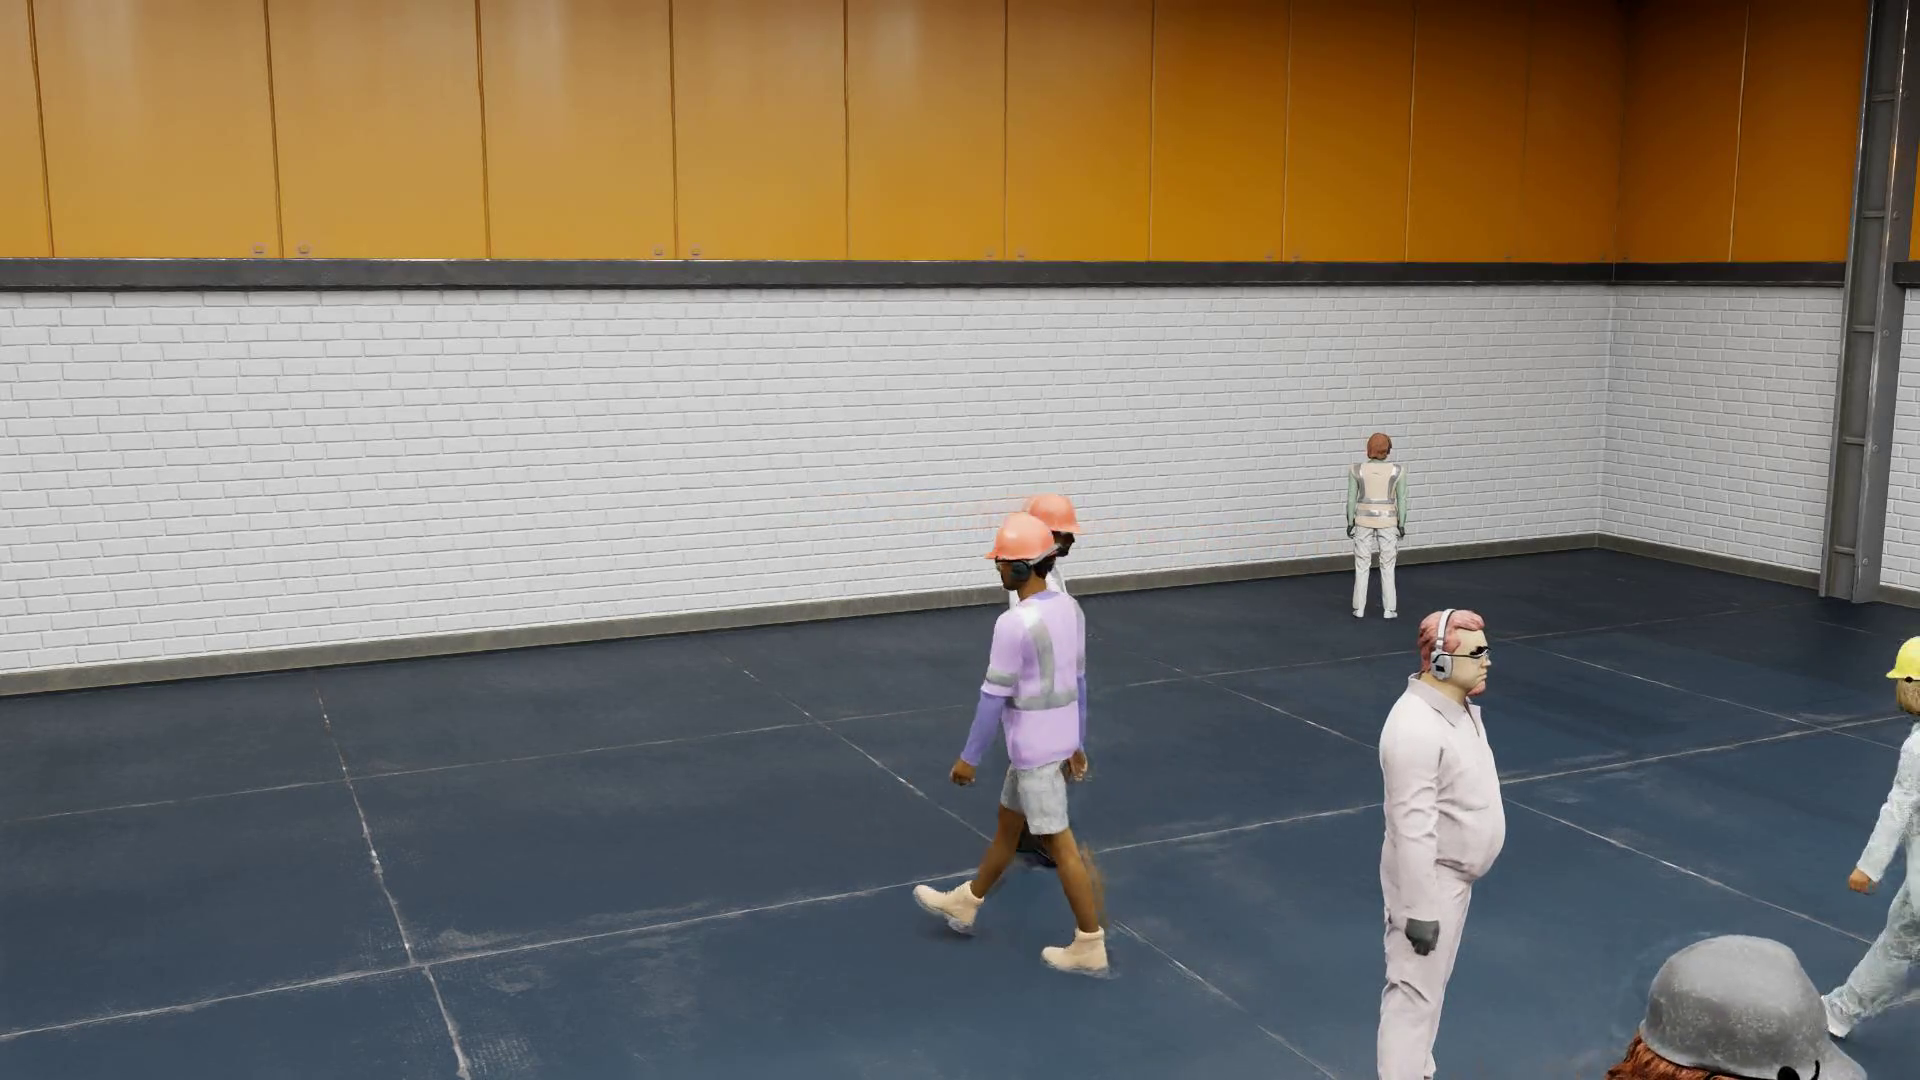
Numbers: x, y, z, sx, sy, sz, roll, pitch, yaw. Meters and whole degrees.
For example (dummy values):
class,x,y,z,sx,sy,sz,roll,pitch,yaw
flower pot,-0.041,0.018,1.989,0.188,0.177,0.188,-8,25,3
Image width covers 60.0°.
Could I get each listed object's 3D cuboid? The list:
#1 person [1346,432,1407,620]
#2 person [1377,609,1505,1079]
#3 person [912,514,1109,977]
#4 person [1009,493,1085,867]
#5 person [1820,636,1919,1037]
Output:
class,x,y,z,sx,sy,sz,roll,pitch,yaw
person,3.631,-0.116,14.526,0.517,1.639,0.314,3,10,17
person,1.646,1.175,5.693,0.403,1.911,0.637,5,10,27
person,0.215,0.877,7.261,1.055,1.988,0.609,4,10,25
person,0.483,0.713,8.527,0.551,1.920,0.557,2,9,12
person,3.545,1.189,6.230,0.501,1.692,0.897,-7,12,-39
